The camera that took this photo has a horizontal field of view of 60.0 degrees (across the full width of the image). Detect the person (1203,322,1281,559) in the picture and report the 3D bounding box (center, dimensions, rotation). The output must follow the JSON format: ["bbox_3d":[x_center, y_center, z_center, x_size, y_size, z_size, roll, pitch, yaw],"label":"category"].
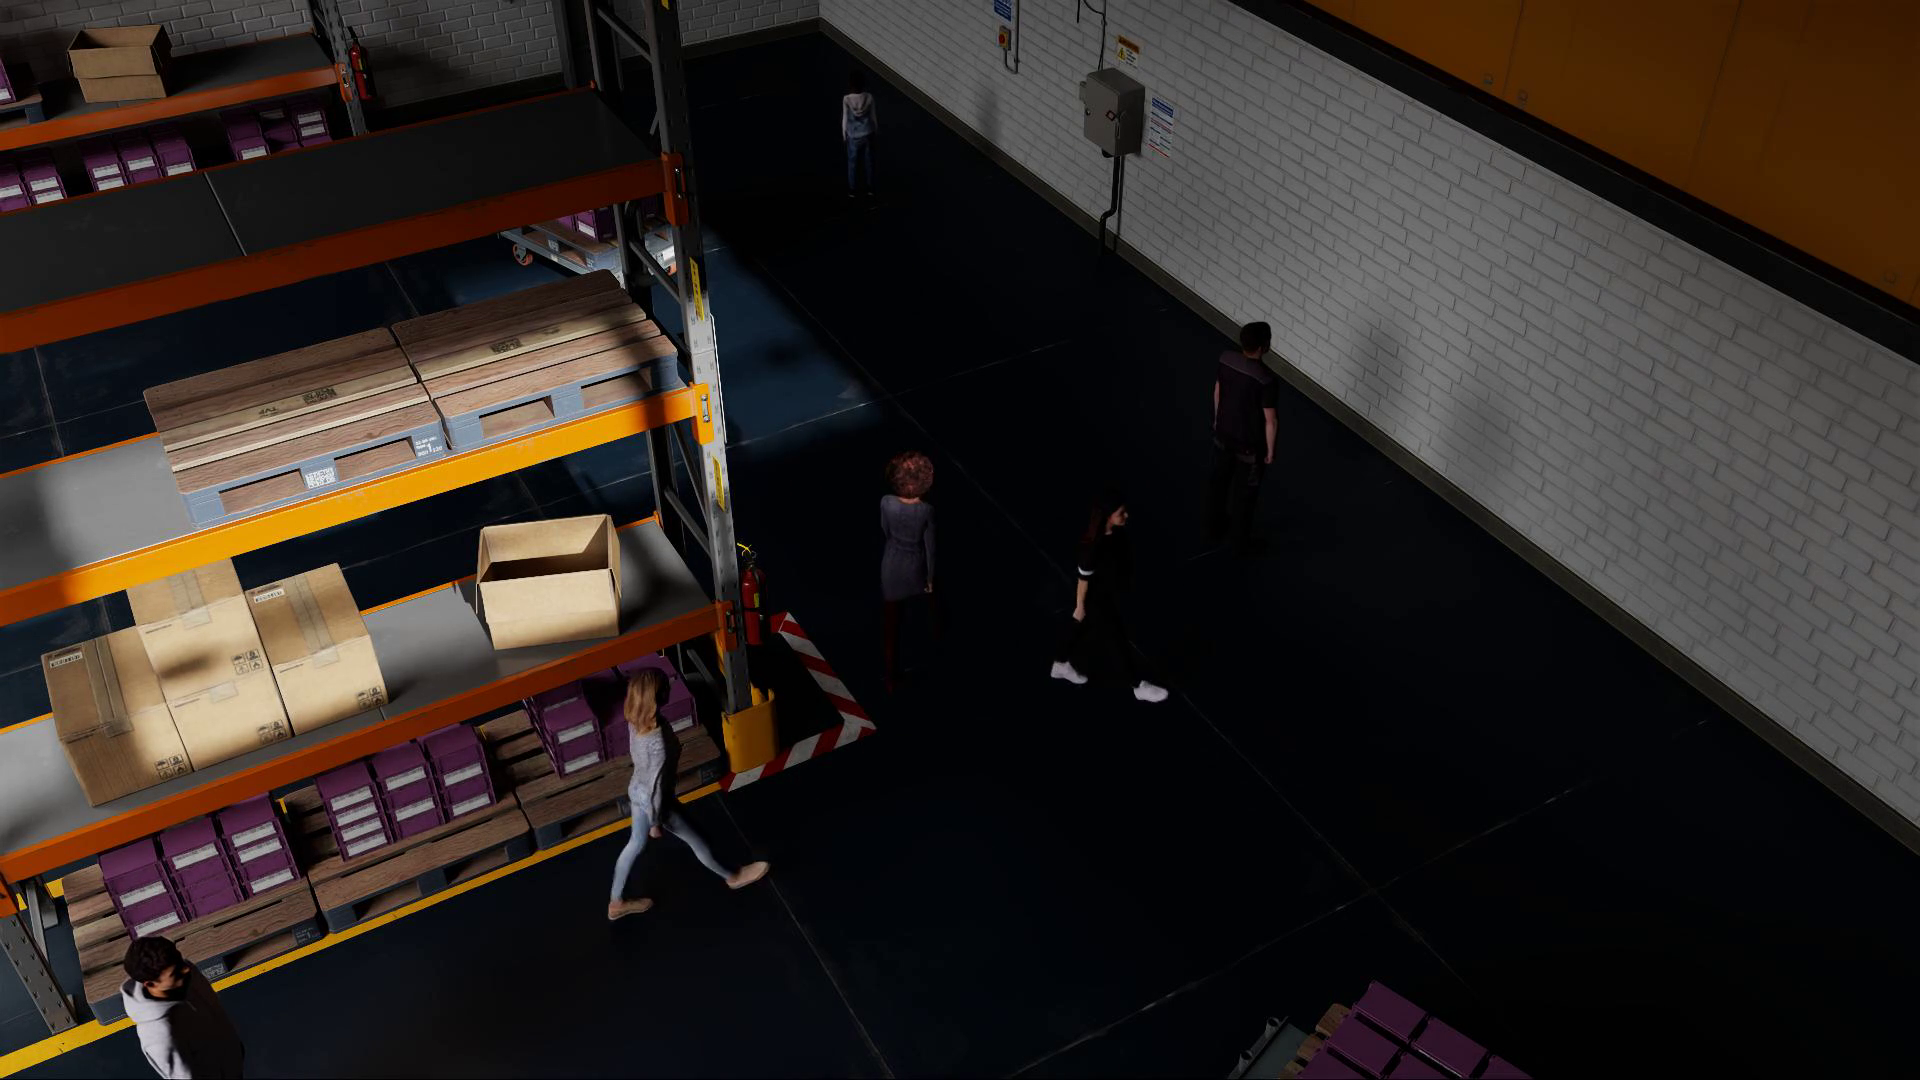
[{"bbox_3d":[1.966,-0.718,11.605,0.619,1.843,0.750,-25,45,-28],"label":"person"}]

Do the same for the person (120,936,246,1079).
[{"bbox_3d":[-3.434,2.453,7.565,0.695,1.931,0.742,-9,40,-11],"label":"person"}]

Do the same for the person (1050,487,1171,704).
[{"bbox_3d":[0.798,0.317,10.503,1.048,1.601,1.075,16,41,19],"label":"person"}]

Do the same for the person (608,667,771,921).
[{"bbox_3d":[-1.727,1.431,9.000,1.187,1.737,0.694,-15,41,-18],"label":"person"}]

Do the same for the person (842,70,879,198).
[{"bbox_3d":[-0.968,-3.937,16.104,0.517,1.258,0.613,-7,39,-9],"label":"person"}]

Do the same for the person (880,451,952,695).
[{"bbox_3d":[-0.361,0.248,10.530,1.005,1.676,1.079,11,40,14],"label":"person"}]
